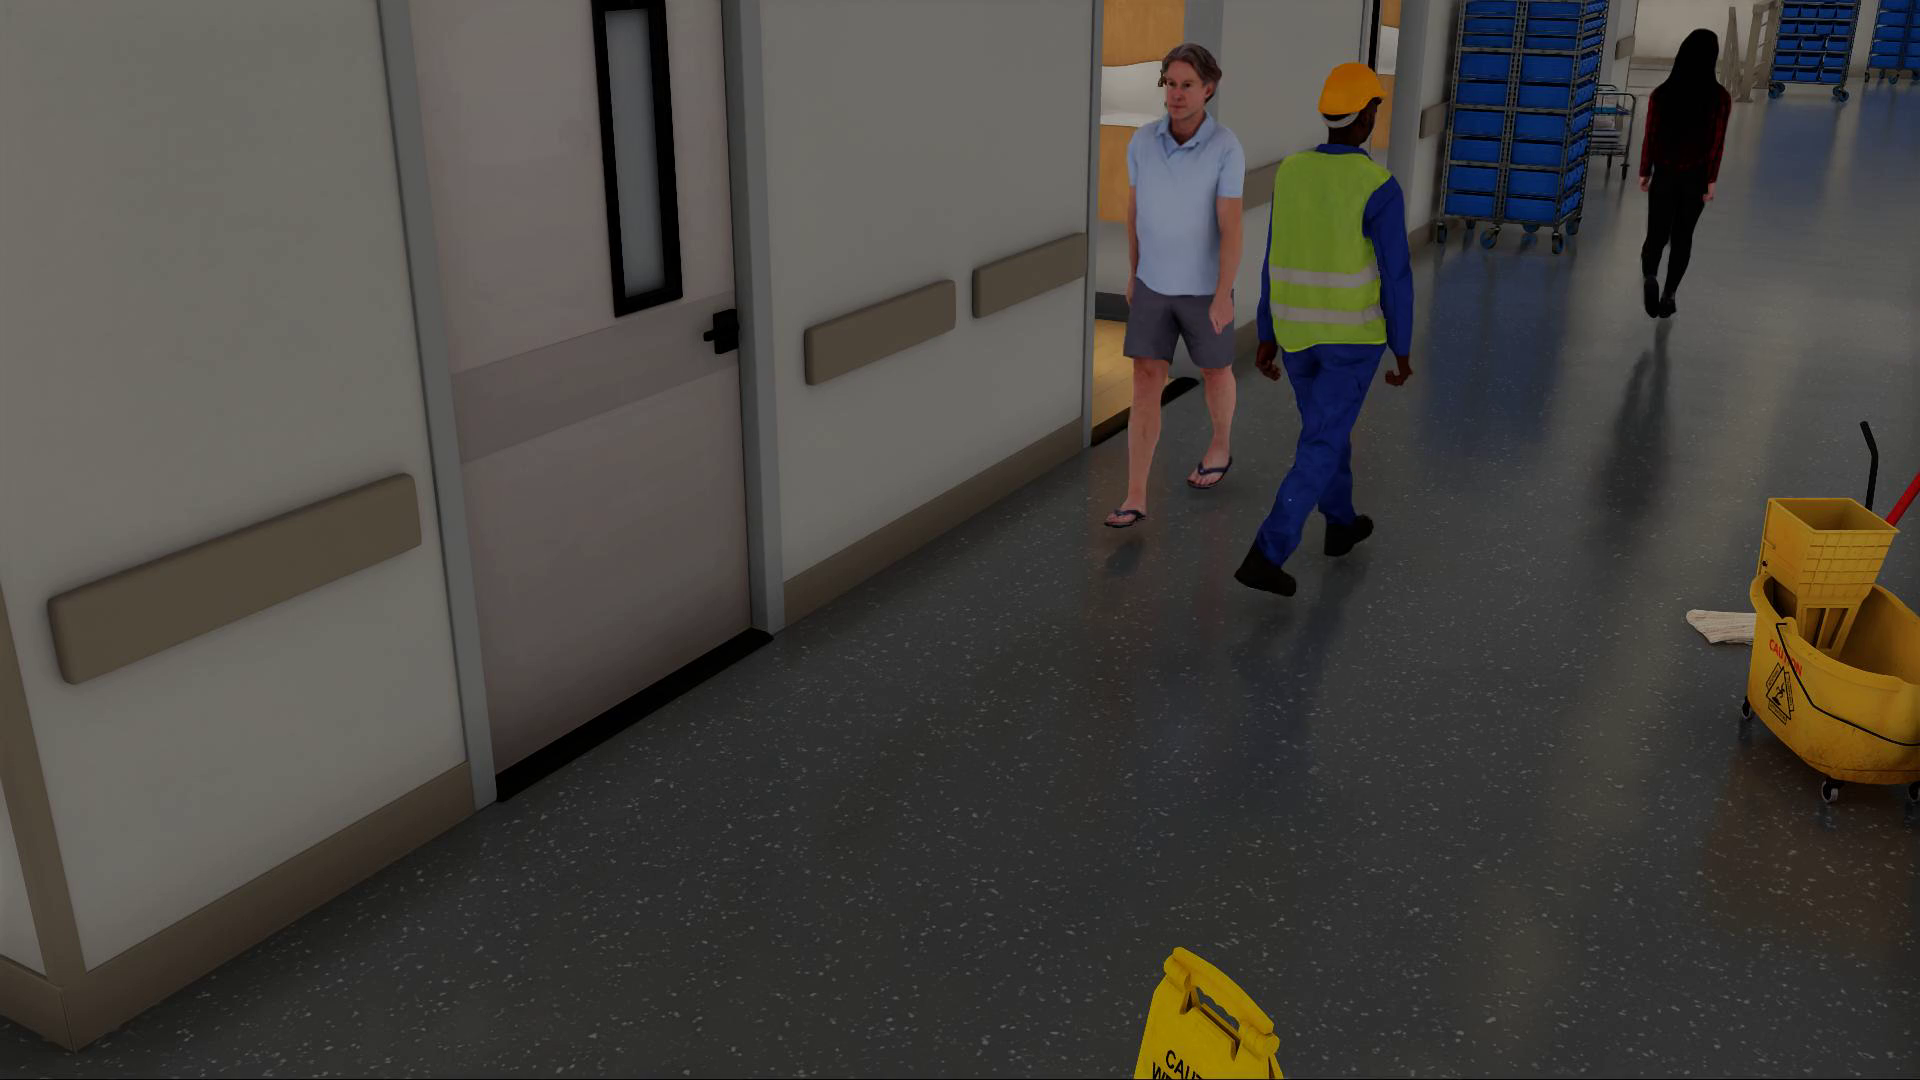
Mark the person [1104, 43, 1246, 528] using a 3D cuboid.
[{"bbox_3d":[0.918,-0.974,6.469,0.673,1.777,1.197,11,24,27],"label":"person"}]

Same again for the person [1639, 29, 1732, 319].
[{"bbox_3d":[4.072,-2.022,9.435,0.604,1.637,0.969,11,23,26],"label":"person"}]

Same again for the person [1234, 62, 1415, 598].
[{"bbox_3d":[1.204,-0.658,5.636,0.857,1.777,1.249,18,27,39],"label":"person"}]
